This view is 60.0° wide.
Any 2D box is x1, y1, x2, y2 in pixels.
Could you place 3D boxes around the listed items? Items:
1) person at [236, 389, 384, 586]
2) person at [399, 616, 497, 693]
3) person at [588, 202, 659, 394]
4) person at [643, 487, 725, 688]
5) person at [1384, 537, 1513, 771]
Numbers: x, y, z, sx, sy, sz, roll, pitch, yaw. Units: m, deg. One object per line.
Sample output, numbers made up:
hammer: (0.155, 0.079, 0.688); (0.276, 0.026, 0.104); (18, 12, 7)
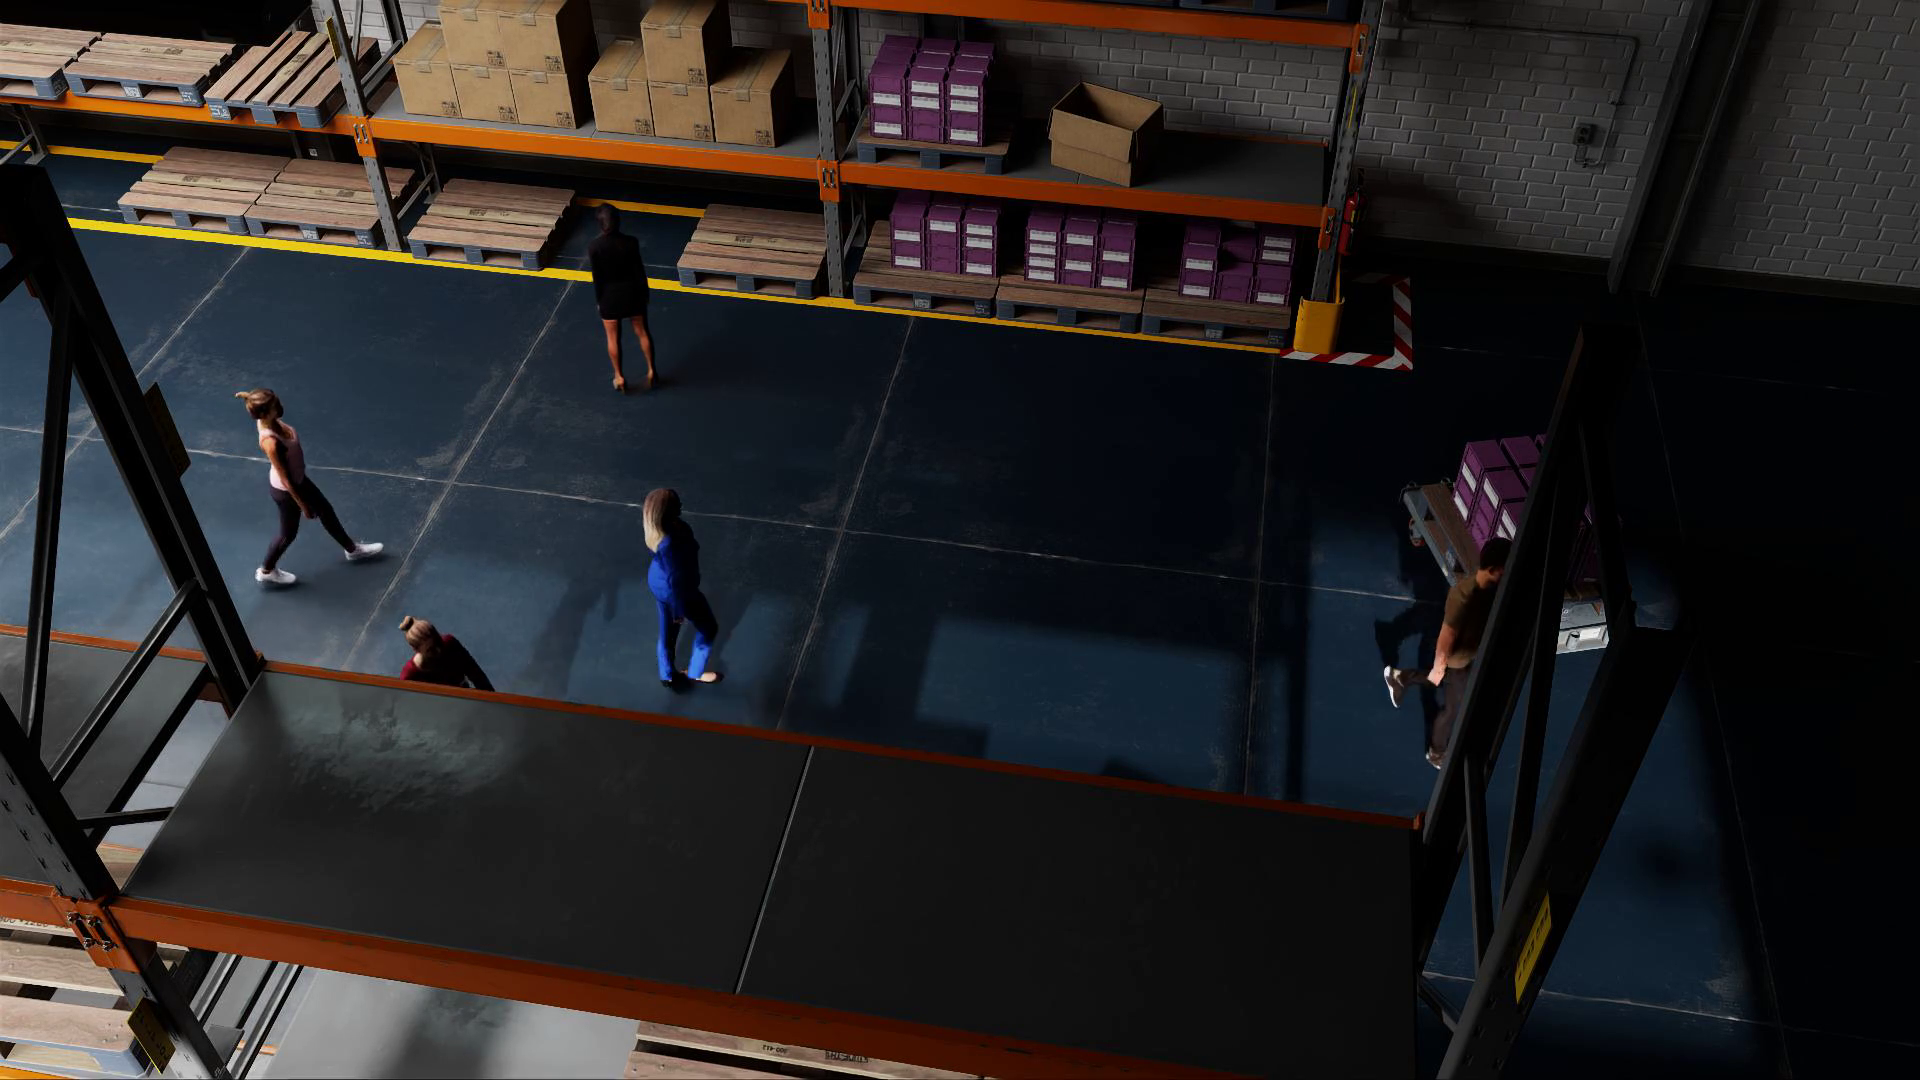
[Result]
person: (-4.590, -0.333, 11.184); (1.162, 1.610, 0.915); (-12, 45, -12)
person: (-3.029, 1.030, 9.719); (1.091, 1.658, 0.767); (15, 46, 16)
person: (-2.587, -1.842, 12.751); (0.655, 1.635, 0.731); (-13, 45, -13)
person: (-1.876, 0.349, 10.414); (0.807, 1.685, 0.756); (-20, 47, -20)
person: (2.965, 0.621, 10.024); (1.020, 1.830, 1.140); (-30, 51, -28)
